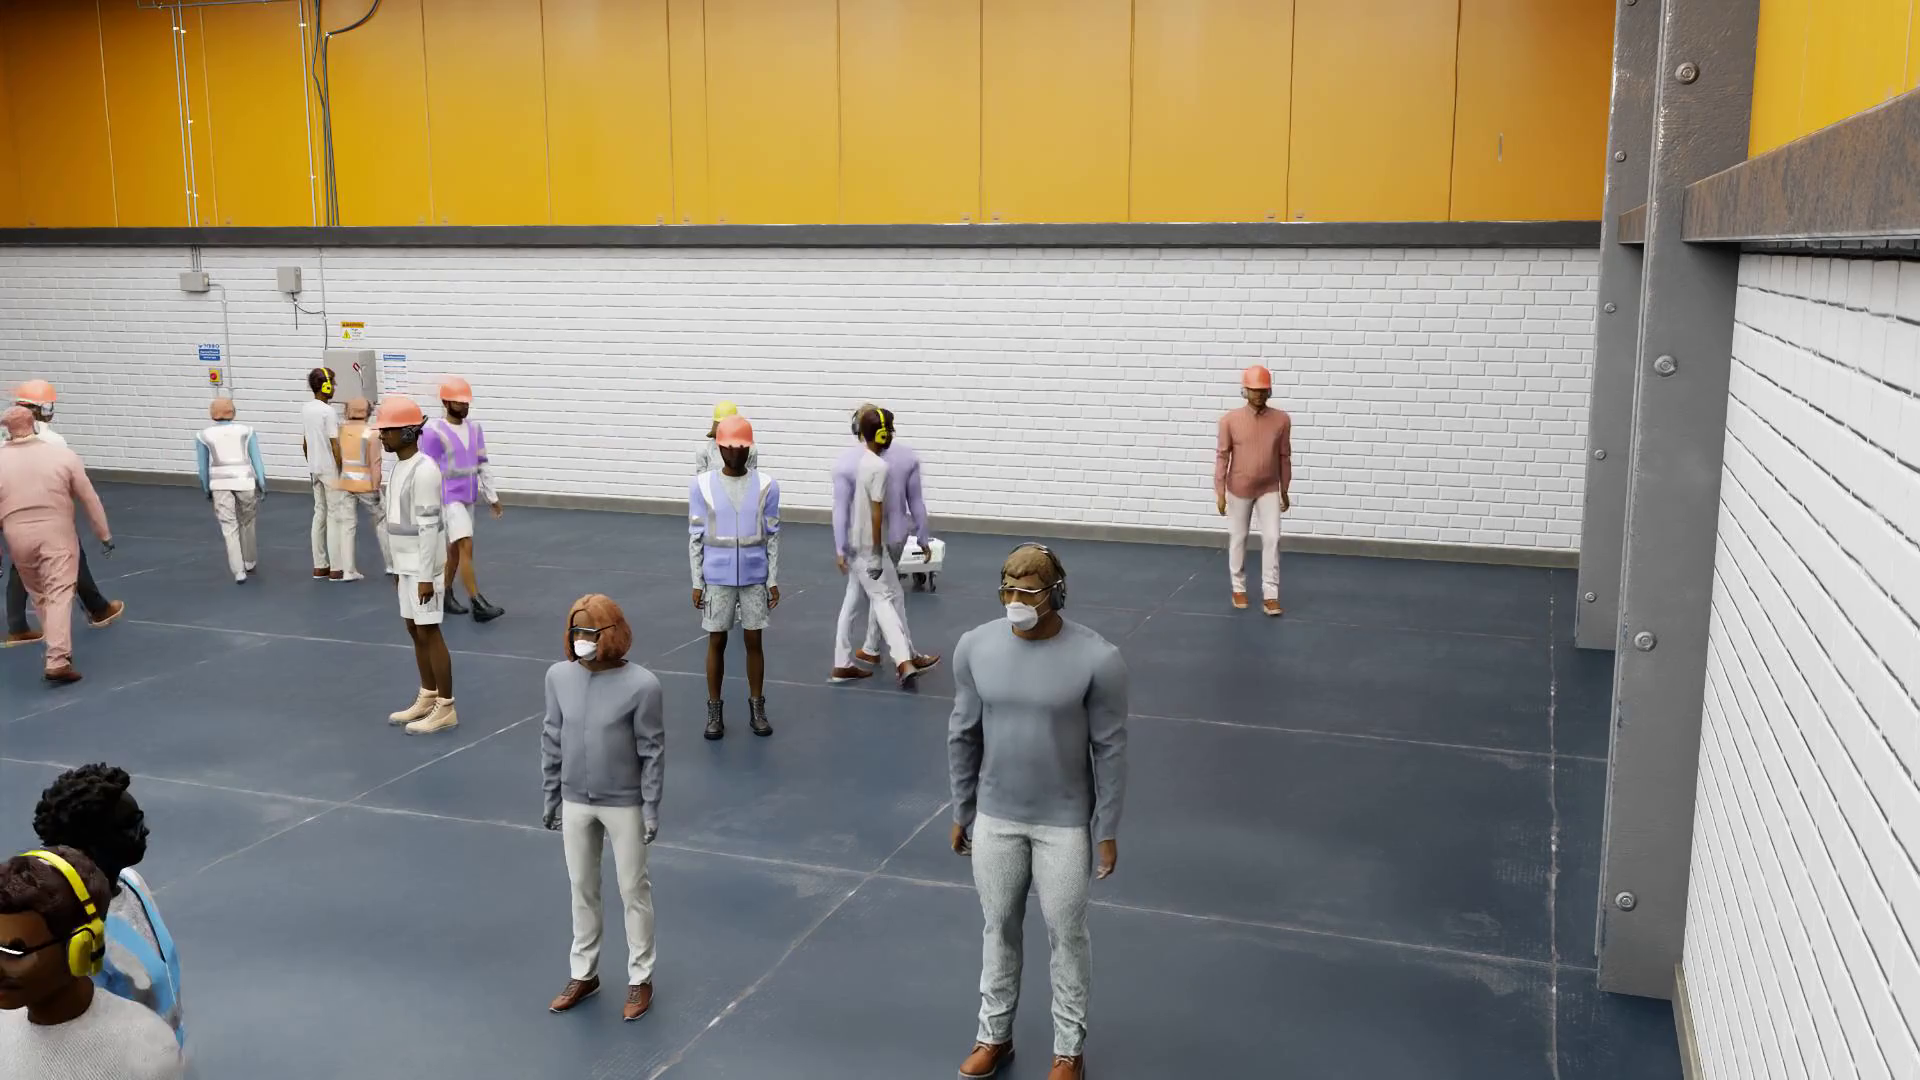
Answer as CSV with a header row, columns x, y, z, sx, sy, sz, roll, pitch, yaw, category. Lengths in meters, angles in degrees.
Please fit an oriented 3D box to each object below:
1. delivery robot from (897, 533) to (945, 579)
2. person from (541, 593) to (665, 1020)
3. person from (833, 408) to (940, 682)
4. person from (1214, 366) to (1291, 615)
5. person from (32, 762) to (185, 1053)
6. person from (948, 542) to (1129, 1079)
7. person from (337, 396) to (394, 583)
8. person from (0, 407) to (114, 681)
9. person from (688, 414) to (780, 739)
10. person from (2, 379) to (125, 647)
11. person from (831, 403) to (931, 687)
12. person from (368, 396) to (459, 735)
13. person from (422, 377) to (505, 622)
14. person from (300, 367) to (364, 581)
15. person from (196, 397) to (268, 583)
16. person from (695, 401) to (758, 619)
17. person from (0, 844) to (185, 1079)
x,y,z,sx,sy,sz,roll,pitch,yaw,category
-0.492,0.119,14.067,0.707,0.478,0.477,-4,11,-22,delivery robot
-1.356,1.012,6.312,0.500,1.618,0.282,3,10,15,person
-0.503,0.030,11.220,0.859,1.834,0.531,-7,12,-34,person
2.343,-0.386,13.182,0.649,1.966,0.843,-1,10,-4,person
-2.055,1.370,4.066,0.318,1.700,0.535,-3,10,-15,person
0.258,0.957,5.717,0.633,1.938,0.356,4,11,21,person
-5.202,-0.456,14.594,0.513,1.610,0.711,3,11,18,person
-6.198,0.020,11.279,0.750,1.845,0.986,-3,10,-15,person
-1.330,0.216,9.889,0.545,1.940,0.352,-2,10,-13,person
-6.778,-0.226,12.404,0.617,1.936,1.003,3,10,16,person
-0.497,0.023,11.197,0.696,1.874,1.014,-6,12,-32,person
-3.298,0.151,10.006,0.394,2.038,0.606,-7,12,-34,person
-3.828,-0.314,12.991,0.916,1.898,0.552,5,11,25,person
-5.524,-0.575,14.550,0.509,1.868,0.328,7,12,36,person
-6.369,-0.453,14.581,0.531,1.594,0.801,-5,11,-26,person
-1.777,-0.201,12.786,0.493,1.743,0.296,-4,11,-19,person
-1.641,1.442,3.253,0.514,1.849,0.804,5,11,27,person
